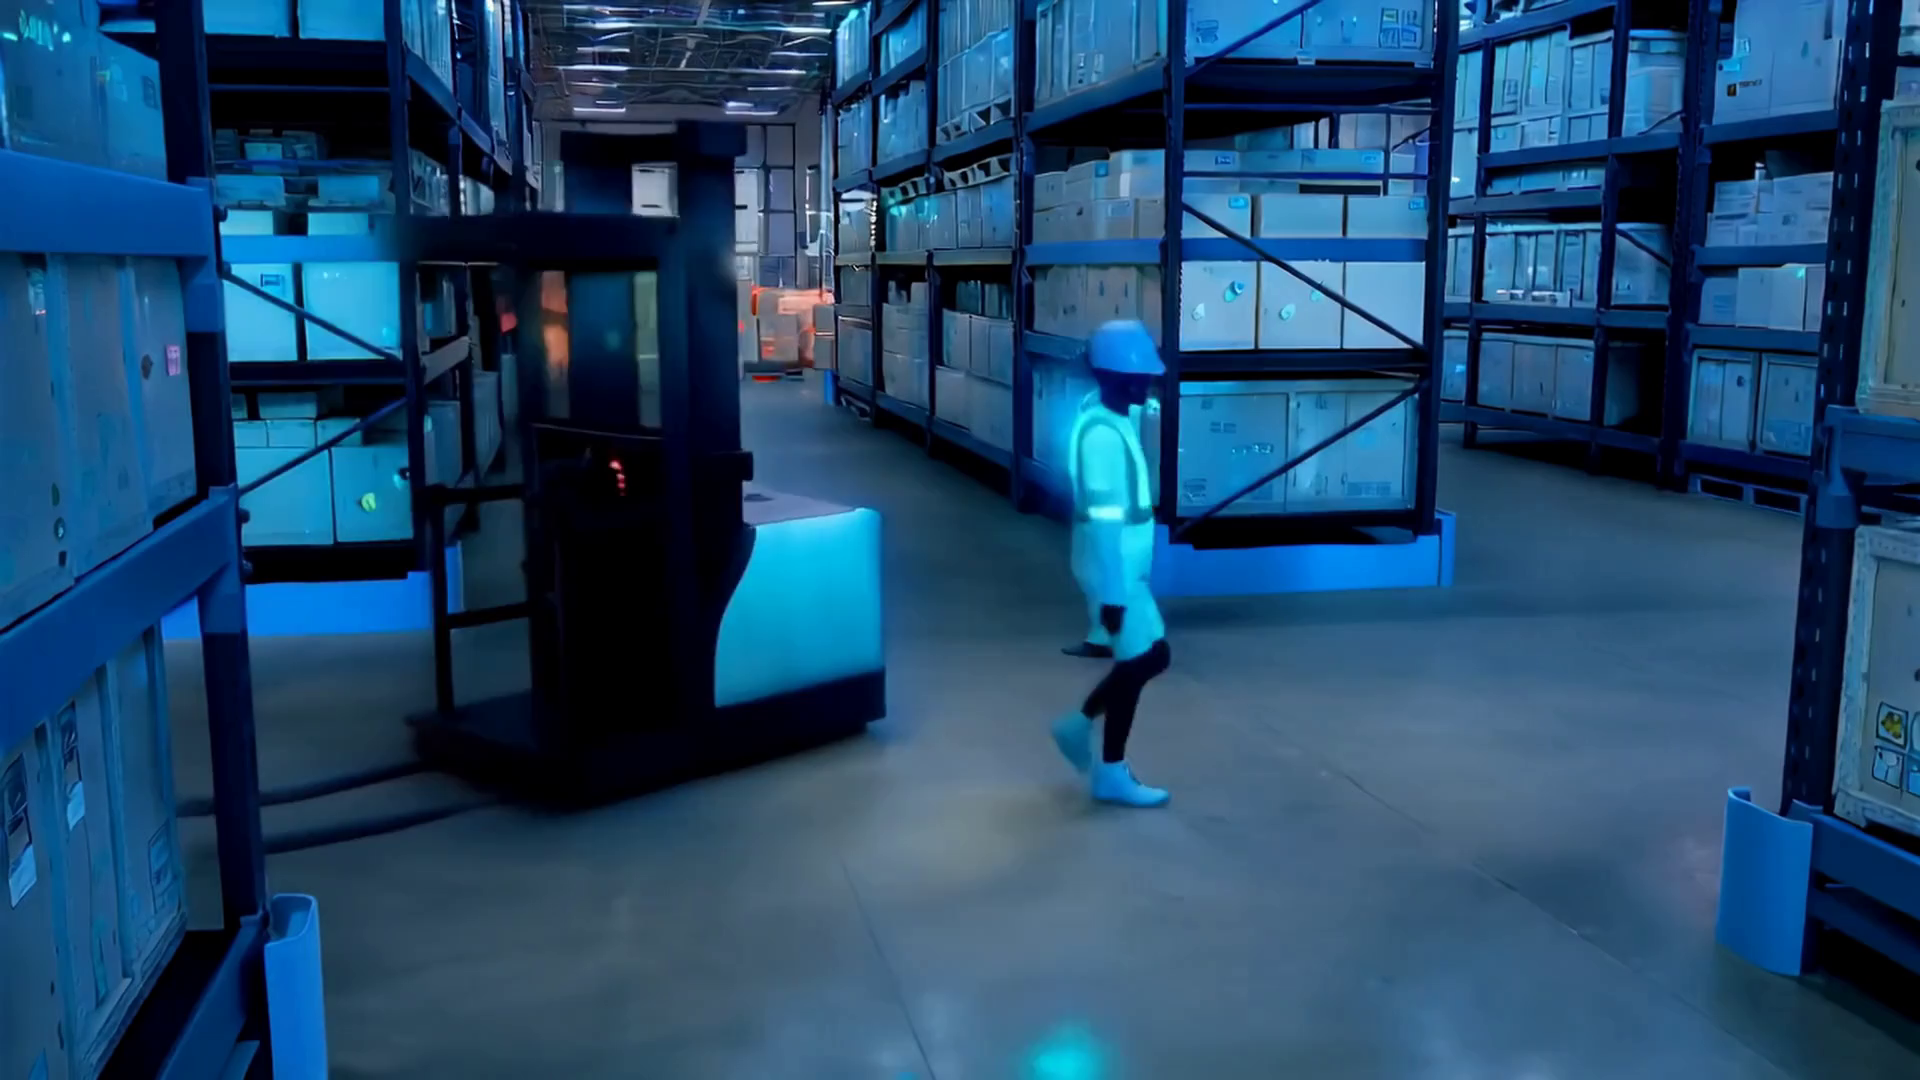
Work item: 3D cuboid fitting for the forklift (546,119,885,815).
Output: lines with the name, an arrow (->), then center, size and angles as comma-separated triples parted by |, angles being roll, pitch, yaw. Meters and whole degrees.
forklift -> -1.339, -0.431, 7.449 | 1.129, 2.768, 1.873 | 9, 13, 43

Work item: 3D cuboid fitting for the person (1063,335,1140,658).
person -> 0.832, -0.251, 9.494 | 0.383, 1.845, 0.570 | 6, 11, 32

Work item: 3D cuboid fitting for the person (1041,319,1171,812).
person -> 0.651, 0.117, 6.717 | 0.460, 2.011, 0.628 | 1, 9, 9

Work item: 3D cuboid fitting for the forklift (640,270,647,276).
forklift -> -11.221, -8.596, 57.218 | 1.129, 2.768, 1.873 | -6, 11, -31
